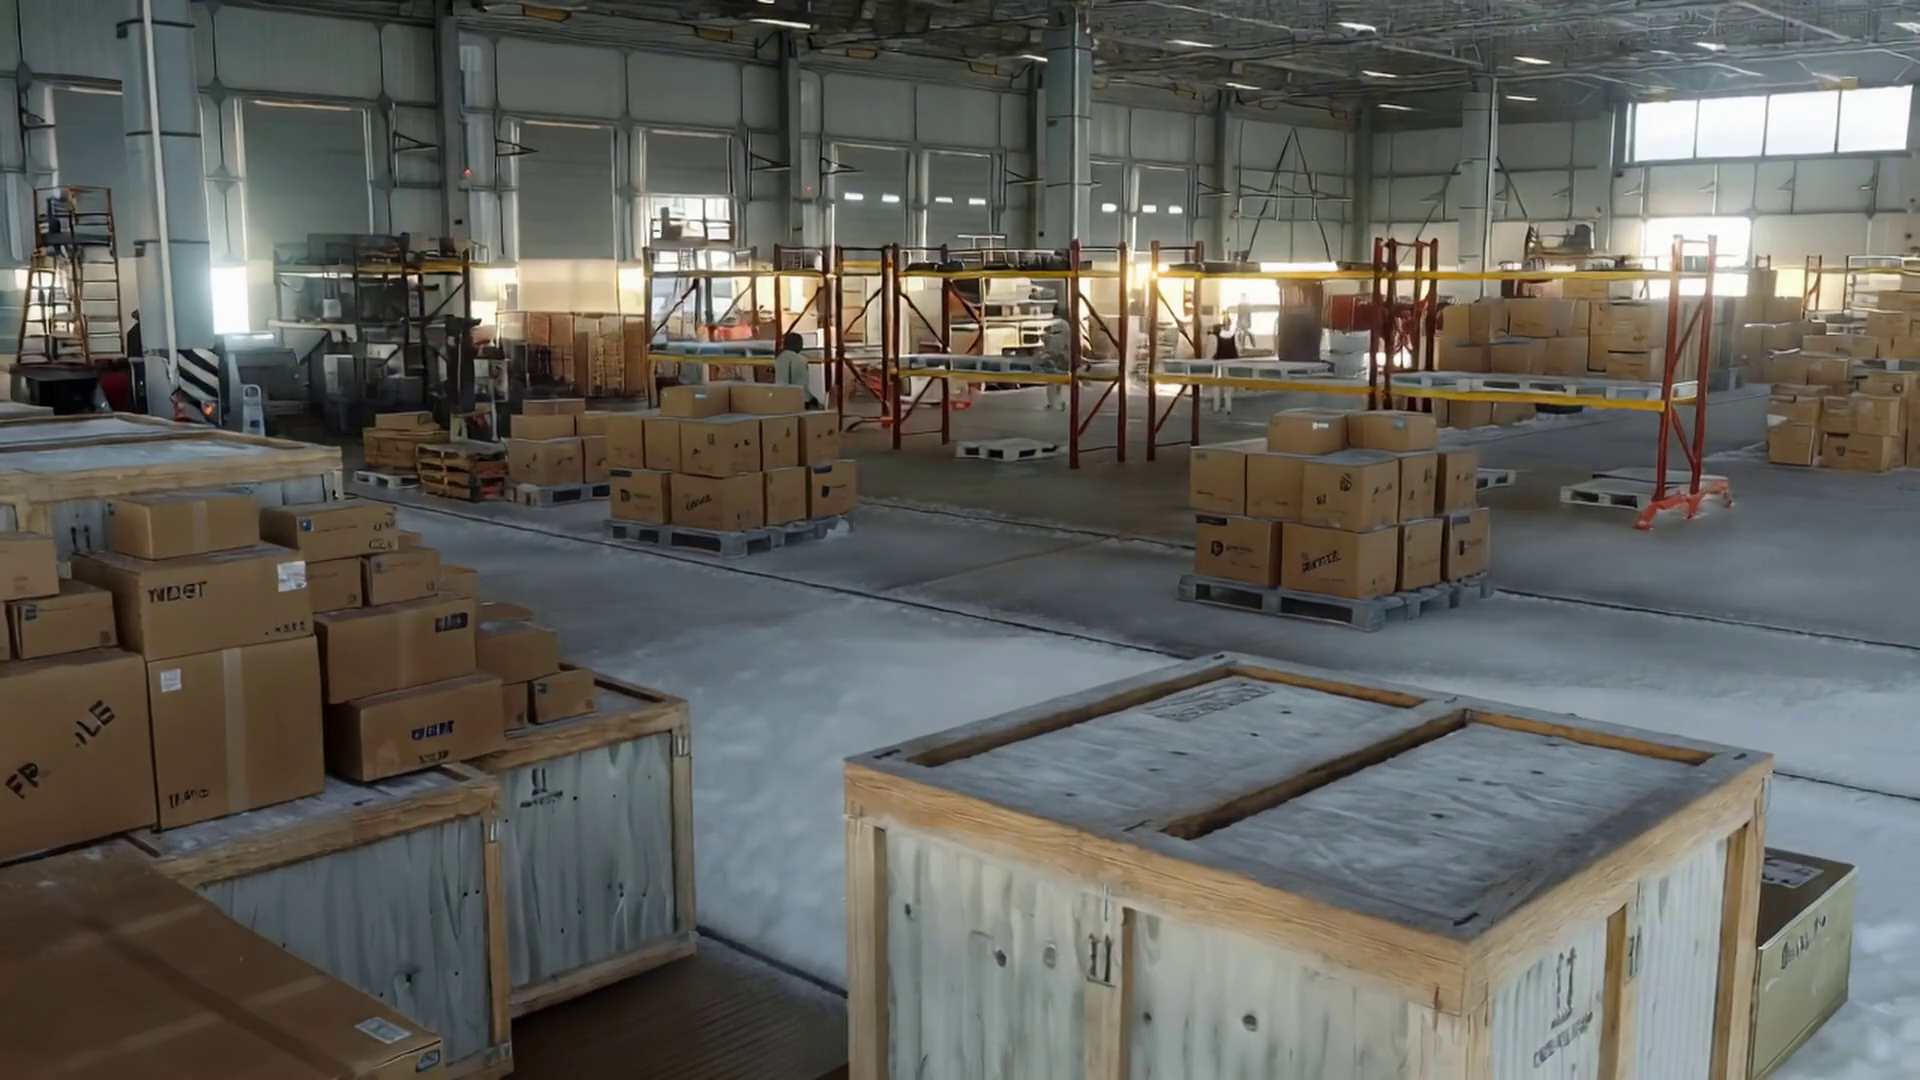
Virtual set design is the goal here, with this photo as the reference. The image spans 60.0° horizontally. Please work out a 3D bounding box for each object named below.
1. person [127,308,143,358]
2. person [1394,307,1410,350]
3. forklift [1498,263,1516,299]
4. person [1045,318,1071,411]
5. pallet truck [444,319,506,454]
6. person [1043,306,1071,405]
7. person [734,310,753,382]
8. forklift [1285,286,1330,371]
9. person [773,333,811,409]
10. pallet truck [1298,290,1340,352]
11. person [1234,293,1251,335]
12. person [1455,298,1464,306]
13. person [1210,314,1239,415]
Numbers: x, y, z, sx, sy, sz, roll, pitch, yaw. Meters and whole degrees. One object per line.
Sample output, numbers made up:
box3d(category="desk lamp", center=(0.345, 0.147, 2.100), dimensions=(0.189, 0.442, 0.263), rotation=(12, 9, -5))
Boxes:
box3d(category="person", center=(-14.100, -2.999, 28.666), dimensions=(0.608, 1.987, 0.388), rotation=(8, 12, 41))
box3d(category="person", center=(12.222, -5.637, 46.033), dimensions=(0.532, 1.592, 0.856), rotation=(9, 13, 44))
box3d(category="forklift", center=(15.200, -6.325, 46.322), dimensions=(1.873, 2.768, 1.129), rotation=(2, 10, 15))
box3d(category="person", center=(1.822, -3.271, 31.109), dimensions=(0.490, 1.736, 0.325), rotation=(1, 9, 8))
box3d(category="pallet truck", center=(-6.981, -1.942, 22.150), dimensions=(1.885, 1.965, 0.823), rotation=(1, 9, 9))
box3d(category="person", center=(1.911, -3.600, 32.514), dimensions=(0.628, 1.935, 0.373), rotation=(-2, 9, -11))
box3d(category="person", center=(-4.129, -3.452, 31.794), dimensions=(0.593, 1.868, 0.643), rotation=(7, 11, 35))
box3d(category="forklift", center=(8.931, -5.833, 43.310), dimensions=(1.129, 2.768, 1.873), rotation=(5, 10, 26))
box3d(category="person", center=(-2.135, -1.754, 21.489), dimensions=(0.429, 1.837, 0.633), rotation=(-8, 12, -39))
box3d(category="pallet truck", center=(11.297, -6.951, 52.861), dimensions=(1.885, 1.965, 0.823), rotation=(-5, 11, -29))
box3d(category="person", center=(9.088, -6.981, 53.389), dimensions=(1.010, 1.892, 0.544), rotation=(-3, 10, -19))
box3d(category="person", center=(13.220, -5.484, 44.185), dimensions=(0.641, 1.913, 0.832), rotation=(5, 10, 28))
box3d(category="person", center=(4.816, -3.200, 30.335), dimensions=(0.507, 1.846, 0.345), rotation=(1, 9, 5))
